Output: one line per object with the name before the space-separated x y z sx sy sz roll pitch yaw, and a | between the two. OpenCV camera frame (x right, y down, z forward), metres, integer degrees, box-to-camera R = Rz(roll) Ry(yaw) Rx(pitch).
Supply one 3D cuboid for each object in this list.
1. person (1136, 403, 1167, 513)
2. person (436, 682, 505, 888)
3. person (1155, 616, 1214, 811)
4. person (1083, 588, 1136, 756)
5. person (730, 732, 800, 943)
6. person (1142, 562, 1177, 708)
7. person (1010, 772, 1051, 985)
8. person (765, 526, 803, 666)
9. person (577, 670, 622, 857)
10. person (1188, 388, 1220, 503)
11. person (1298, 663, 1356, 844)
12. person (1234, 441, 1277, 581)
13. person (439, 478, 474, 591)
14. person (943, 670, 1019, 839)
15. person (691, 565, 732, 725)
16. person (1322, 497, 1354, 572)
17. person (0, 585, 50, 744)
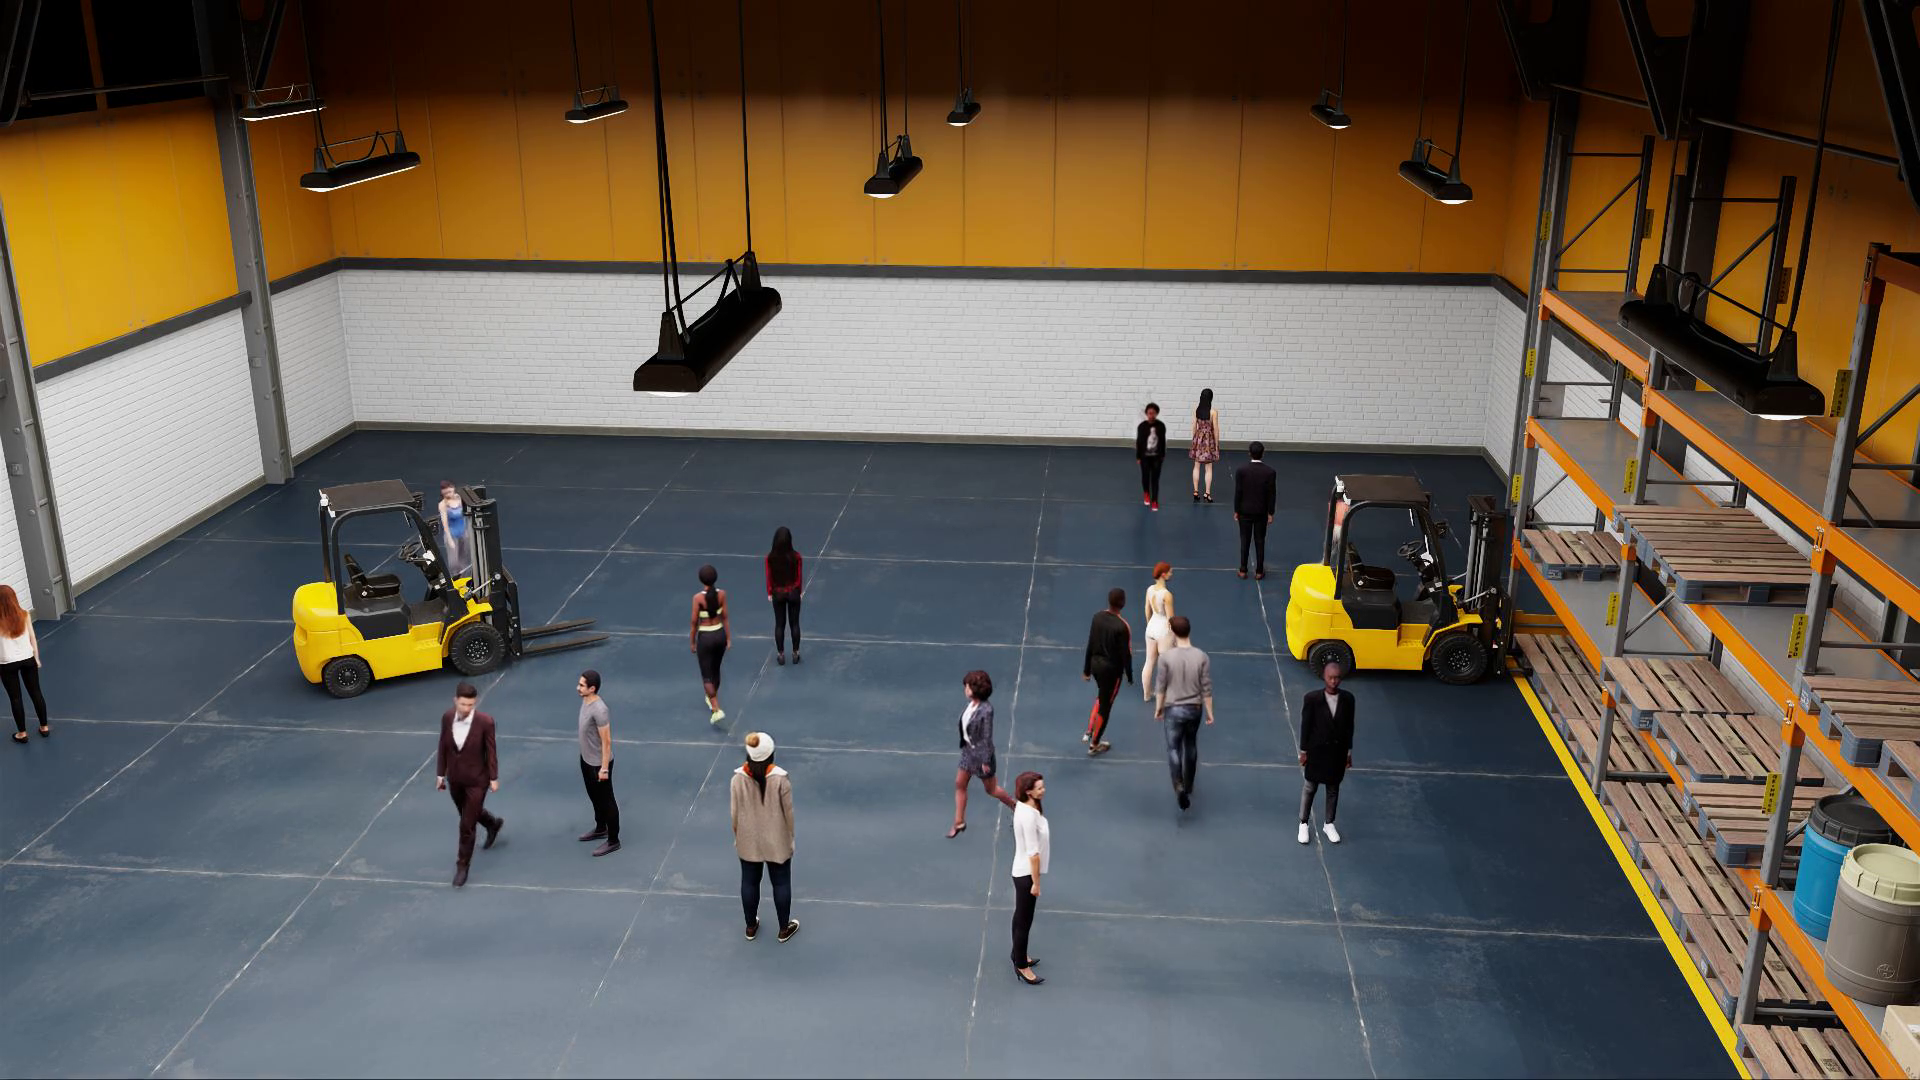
person | 2.858 -1.258 25.051 0.632 1.626 1.086 1 19 2
person | -4.340 2.083 14.797 0.824 1.838 1.219 6 19 17
person | 2.130 1.682 15.939 0.775 1.870 1.092 1 19 2
person | 1.437 1.374 16.983 0.796 1.787 0.849 17 25 40
person | -1.627 2.424 13.708 0.695 1.888 0.679 3 19 9
person | 2.185 1.026 18.241 0.674 1.643 0.605 -14 23 -35
person | 0.529 2.650 13.182 0.696 1.794 0.491 -1 19 -2
person | -2.018 0.649 19.347 0.617 1.651 0.573 -2 19 -6
person | -3.312 1.998 15.180 0.762 1.754 0.671 -11 22 -30
person | 3.736 -1.448 25.384 0.786 1.773 0.820 11 22 30
person | 3.379 1.945 15.329 0.672 1.761 0.588 -1 19 -2
person | 3.896 -0.395 22.087 0.708 1.883 0.571 3 19 10
person | -6.516 -0.066 21.572 0.825 1.587 0.586 3 19 9
person | 0.261 1.989 15.345 1.006 1.666 1.076 -8 20 -23
person | -2.643 1.134 17.789 0.937 1.728 1.113 -10 21 -27
person | 5.009 -0.094 22.111 0.947 1.296 0.854 -17 25 -40
person | -9.835 1.279 17.365 0.715 1.722 0.630 17 25 41
